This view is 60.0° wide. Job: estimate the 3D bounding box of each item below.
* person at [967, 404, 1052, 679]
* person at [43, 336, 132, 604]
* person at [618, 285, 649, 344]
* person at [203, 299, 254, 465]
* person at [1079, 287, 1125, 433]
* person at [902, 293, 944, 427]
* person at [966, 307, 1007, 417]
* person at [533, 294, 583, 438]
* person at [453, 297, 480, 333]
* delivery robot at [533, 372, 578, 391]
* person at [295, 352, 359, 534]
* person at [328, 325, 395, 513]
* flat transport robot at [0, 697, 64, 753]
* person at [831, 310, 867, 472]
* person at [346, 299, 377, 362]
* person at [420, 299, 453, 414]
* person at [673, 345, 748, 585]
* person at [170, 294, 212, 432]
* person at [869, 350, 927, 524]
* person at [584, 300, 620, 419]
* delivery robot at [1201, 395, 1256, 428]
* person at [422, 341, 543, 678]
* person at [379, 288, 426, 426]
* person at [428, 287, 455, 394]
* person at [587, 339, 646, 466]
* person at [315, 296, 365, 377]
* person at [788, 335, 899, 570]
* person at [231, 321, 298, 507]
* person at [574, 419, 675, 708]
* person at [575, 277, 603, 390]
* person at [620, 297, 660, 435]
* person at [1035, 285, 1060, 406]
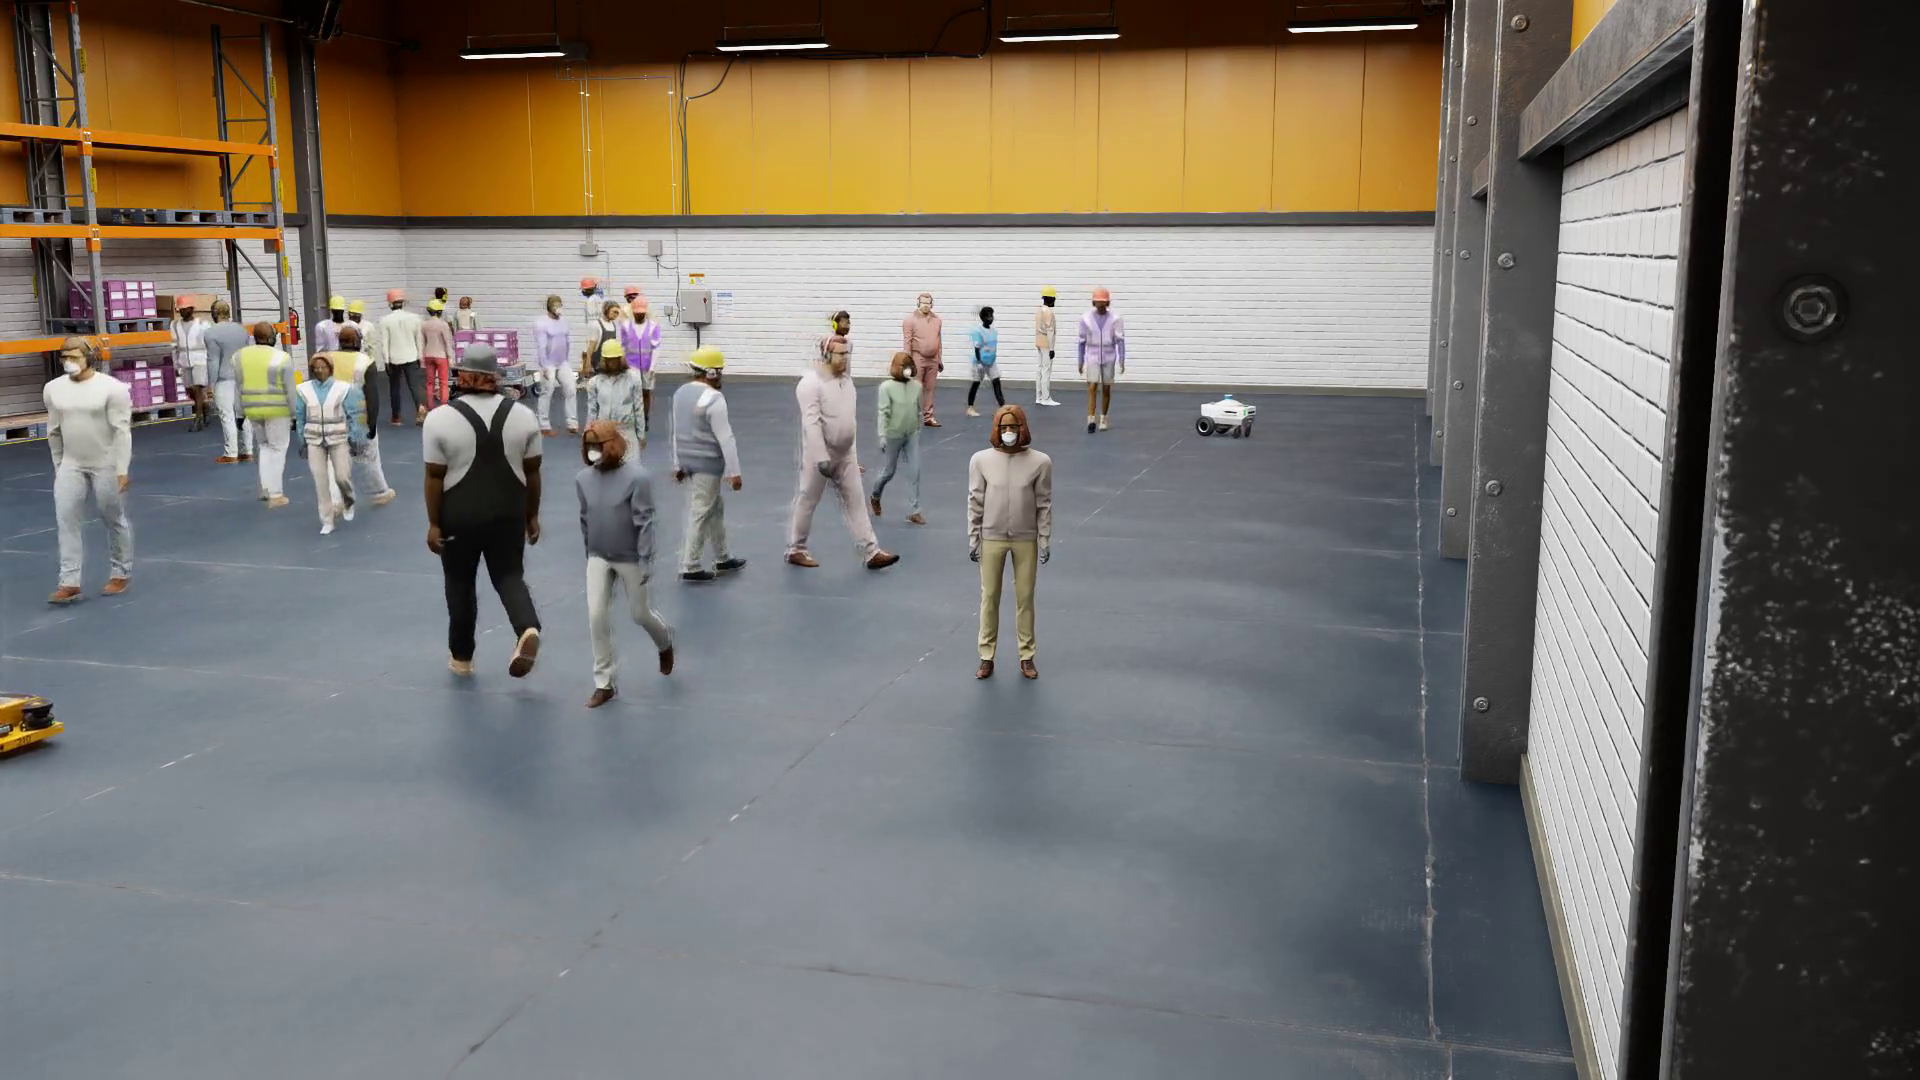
[{"bbox_3d":[0.293,0.012,9.833,0.501,1.633,0.279,0,10,0],"label":"person"},{"bbox_3d":[-6.265,-0.493,11.898,0.653,1.904,0.875,0,10,1],"label":"person"},{"bbox_3d":[-5.565,-3.382,28.350,0.550,1.881,0.889,-4,11,-20],"label":"person"},{"bbox_3d":[-8.589,-1.851,19.525,0.353,1.936,0.635,4,11,20],"label":"person"},{"bbox_3d":[1.941,-2.450,22.761,0.628,1.986,1.047,1,10,4],"label":"person"},{"bbox_3d":[-0.494,-2.529,23.472,0.642,1.903,0.399,-7,12,-35],"label":"person"},{"bbox_3d":[0.430,-2.626,24.708,0.868,1.648,0.552,10,14,43],"label":"person"},{"bbox_3d":[-5.336,-2.292,22.096,0.832,1.908,0.633,7,12,36],"label":"person"},{"bbox_3d":[-9.035,-3.638,30.499,0.515,1.636,0.314,2,10,9],"label":"person"},{"bbox_3d":[-6.853,-2.743,28.224,0.707,0.478,0.477,0,10,1],"label":"delivery robot"},{"bbox_3d":[-5.654,-0.875,14.897,0.522,1.623,0.442,-2,10,-9],"label":"person"},{"bbox_3d":[-5.885,-1.176,16.123,0.635,1.795,0.956,1,10,7],"label":"person"},{"bbox_3d":[-5.416,0.927,8.507,1.431,0.197,0.652,3,11,17],"label":"flat transport robot"},{"bbox_3d":[-1.437,-1.695,18.937,0.820,1.844,0.510,9,14,43],"label":"person"},{"bbox_3d":[-8.607,-2.501,23.589,0.637,1.796,0.599,0,10,3],"label":"person"},{"bbox_3d":[-7.802,-2.704,24.837,0.523,1.769,0.319,3,11,19],"label":"person"},{"bbox_3d":[-1.839,-0.578,12.678,0.778,1.801,0.629,-8,13,-38],"label":"person"},{"bbox_3d":[-10.638,-2.474,23.150,0.553,1.915,0.793,0,10,0],"label":"person"},{"bbox_3d":[-0.592,-0.971,15.489,0.507,1.605,0.750,-7,12,-35],"label":"person"},{"bbox_3d":[-4.933,-2.407,23.019,0.433,1.810,0.590,5,11,27],"label":"person"},{"bbox_3d":[3.615,-1.711,22.380,0.707,0.478,0.477,8,13,38],"label":"delivery robot"},{"bbox_3d":[-2.763,-0.172,9.727,0.686,2.000,0.829,-6,12,-31],"label":"person"},{"bbox_3d":[-7.891,-2.583,23.585,0.615,1.966,0.846,-7,12,-35],"label":"person"},{"bbox_3d":[-8.957,-3.478,28.980,0.551,1.842,0.744,6,12,33],"label":"person"},{"bbox_3d":[-3.069,-0.931,14.880,0.509,1.729,0.371,-2,10,-11],"label":"person"},{"bbox_3d":[-8.234,-2.290,22.145,0.613,1.890,0.884,-4,11,-23],"label":"person"},{"bbox_3d":[-0.974,-0.672,13.088,0.994,1.856,0.640,8,13,38],"label":"person"},{"bbox_3d":[-6.773,-1.241,16.378,0.637,1.823,0.547,2,10,10],"label":"person"},{"bbox_3d":[-1.910,0.100,9.429,0.508,1.605,0.710,3,10,16],"label":"person"},{"bbox_3d":[-6.562,-3.644,29.462,0.839,2.002,0.681,1,10,6],"label":"person"},{"bbox_3d":[-4.345,-2.358,22.624,0.531,1.859,1.069,-2,10,-9],"label":"person"},{"bbox_3d":[1.402,-3.127,26.780,0.369,1.927,0.588,-3,10,-16],"label":"person"}]
